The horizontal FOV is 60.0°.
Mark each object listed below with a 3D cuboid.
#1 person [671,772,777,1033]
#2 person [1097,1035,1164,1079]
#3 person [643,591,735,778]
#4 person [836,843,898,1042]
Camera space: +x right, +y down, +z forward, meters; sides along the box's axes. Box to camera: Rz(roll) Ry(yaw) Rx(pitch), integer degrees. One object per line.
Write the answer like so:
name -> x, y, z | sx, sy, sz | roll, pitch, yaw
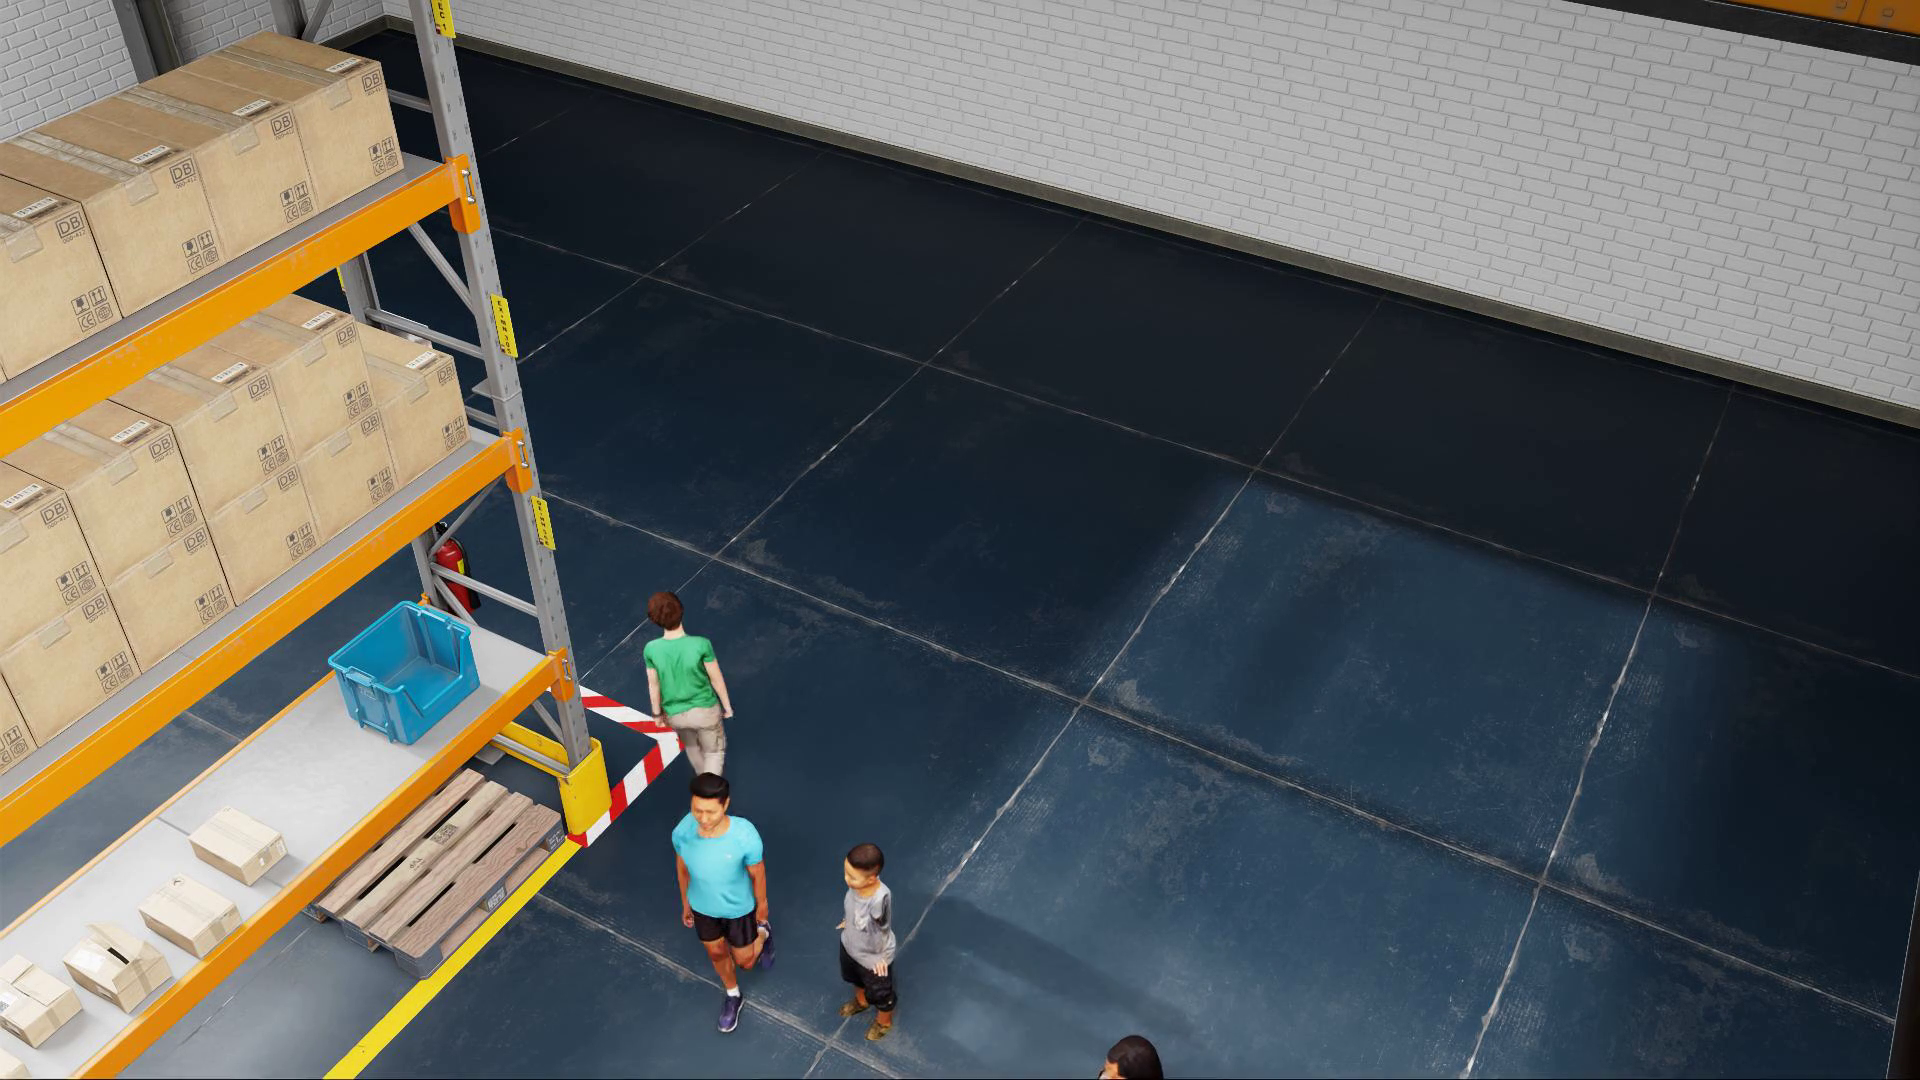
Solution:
person -> -1.195, 1.792, 8.570 | 0.758, 1.766, 0.899 | 7, 39, 9
person -> 0.747, 2.734, 7.490 | 0.720, 1.643, 0.725 | -19, 42, -22
person -> -1.553, 1.054, 9.615 | 0.909, 1.616, 1.071 | 3, 39, 3
person -> -0.453, 2.031, 8.522 | 0.626, 1.453, 0.645 | -26, 46, -29
